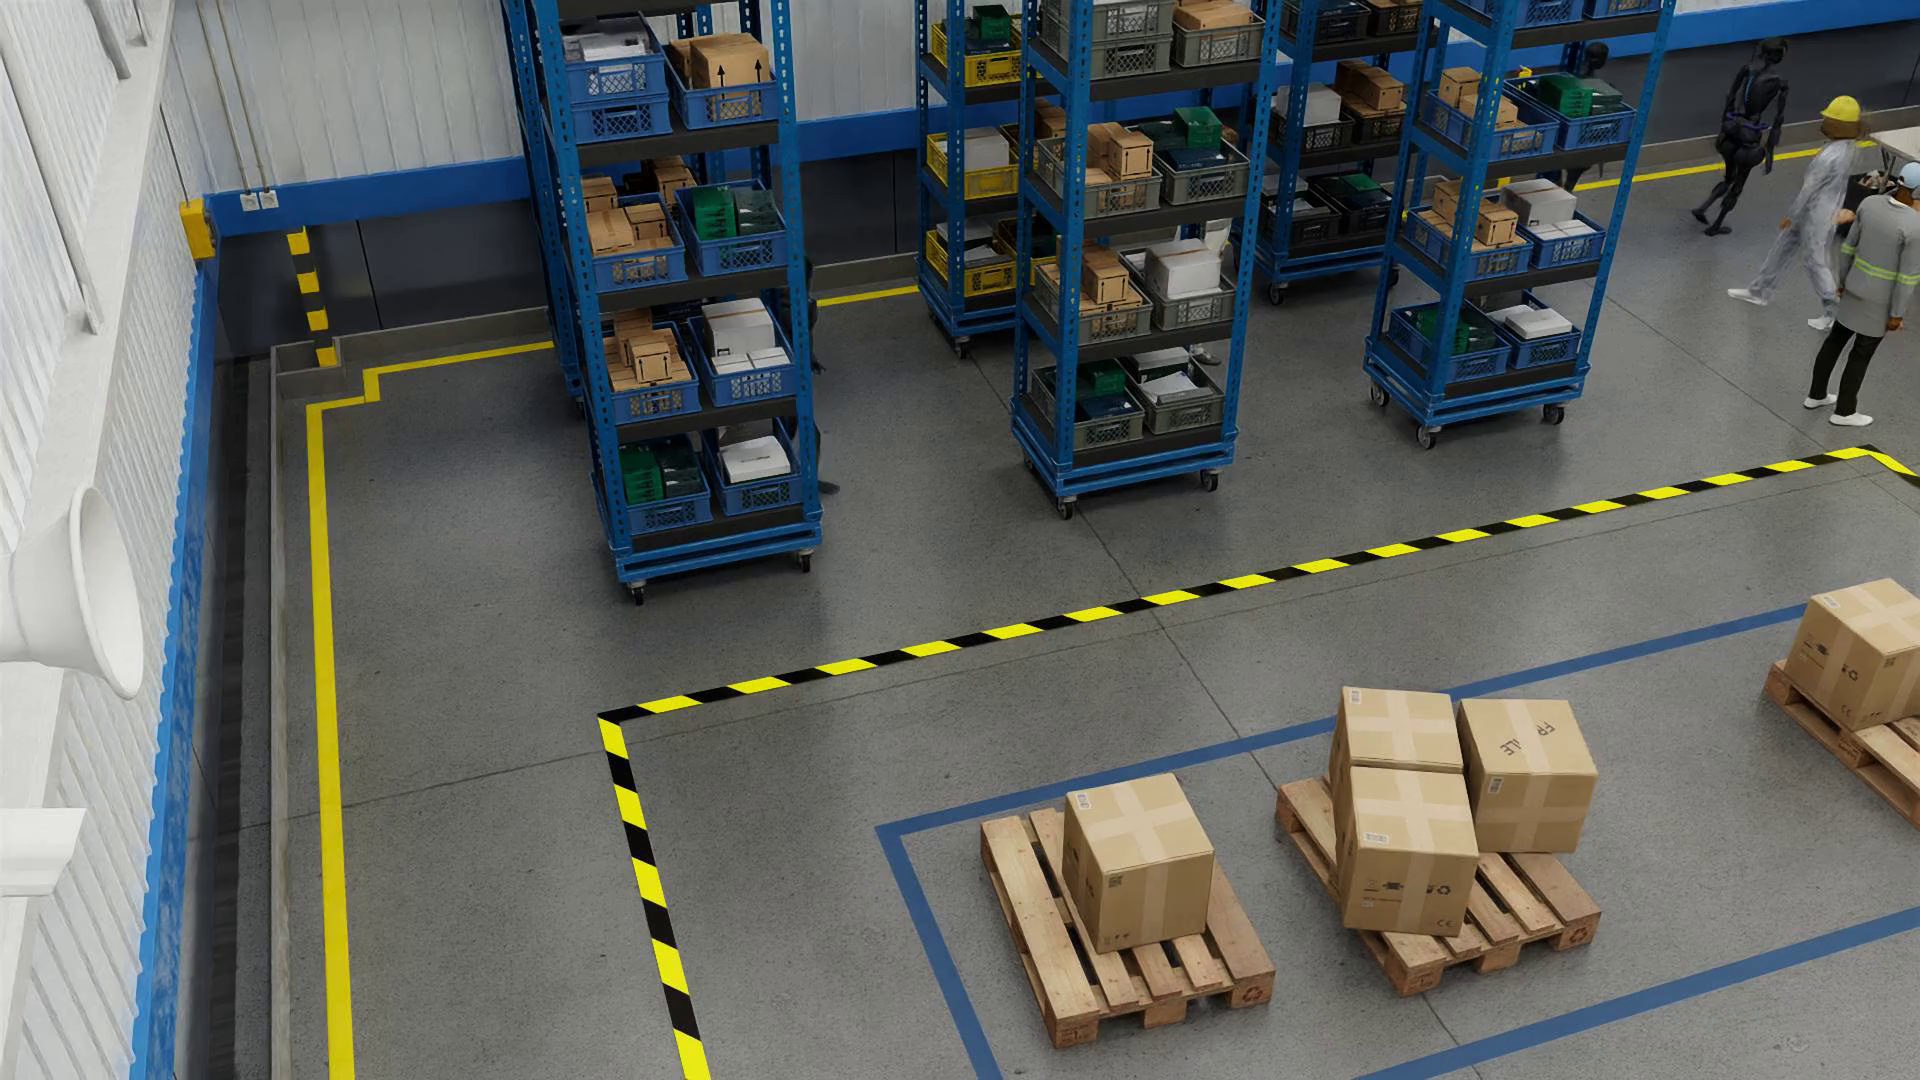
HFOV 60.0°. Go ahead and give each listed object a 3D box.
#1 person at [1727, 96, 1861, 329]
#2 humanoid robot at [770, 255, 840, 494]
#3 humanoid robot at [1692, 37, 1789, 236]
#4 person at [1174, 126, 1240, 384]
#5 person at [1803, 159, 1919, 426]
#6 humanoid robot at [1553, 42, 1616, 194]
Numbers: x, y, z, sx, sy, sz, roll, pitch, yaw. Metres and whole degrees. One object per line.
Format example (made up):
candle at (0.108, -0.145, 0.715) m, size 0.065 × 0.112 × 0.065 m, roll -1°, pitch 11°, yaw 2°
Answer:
person at (6.320, -2.419, 12.229) m, size 0.863 × 1.705 × 0.484 m, roll 23°, pitch 41°, yaw 29°
humanoid robot at (-1.003, -1.048, 10.327) m, size 0.519 × 1.643 × 0.608 m, roll 5°, pitch 36°, yaw 7°
humanoid robot at (6.328, -3.247, 13.435) m, size 0.365 × 1.643 × 0.599 m, roll -14°, pitch 38°, yaw -19°
person at (1.674, -1.983, 11.505) m, size 0.388 × 1.837 × 0.564 m, roll 15°, pitch 38°, yaw 20°
person at (6.051, -1.636, 11.001) m, size 0.399 × 1.852 × 0.589 m, roll -10°, pitch 36°, yaw -14°
humanoid robot at (4.951, -3.203, 13.411) m, size 0.778 × 1.618 × 0.608 m, roll -29°, pitch 45°, yaw -35°
